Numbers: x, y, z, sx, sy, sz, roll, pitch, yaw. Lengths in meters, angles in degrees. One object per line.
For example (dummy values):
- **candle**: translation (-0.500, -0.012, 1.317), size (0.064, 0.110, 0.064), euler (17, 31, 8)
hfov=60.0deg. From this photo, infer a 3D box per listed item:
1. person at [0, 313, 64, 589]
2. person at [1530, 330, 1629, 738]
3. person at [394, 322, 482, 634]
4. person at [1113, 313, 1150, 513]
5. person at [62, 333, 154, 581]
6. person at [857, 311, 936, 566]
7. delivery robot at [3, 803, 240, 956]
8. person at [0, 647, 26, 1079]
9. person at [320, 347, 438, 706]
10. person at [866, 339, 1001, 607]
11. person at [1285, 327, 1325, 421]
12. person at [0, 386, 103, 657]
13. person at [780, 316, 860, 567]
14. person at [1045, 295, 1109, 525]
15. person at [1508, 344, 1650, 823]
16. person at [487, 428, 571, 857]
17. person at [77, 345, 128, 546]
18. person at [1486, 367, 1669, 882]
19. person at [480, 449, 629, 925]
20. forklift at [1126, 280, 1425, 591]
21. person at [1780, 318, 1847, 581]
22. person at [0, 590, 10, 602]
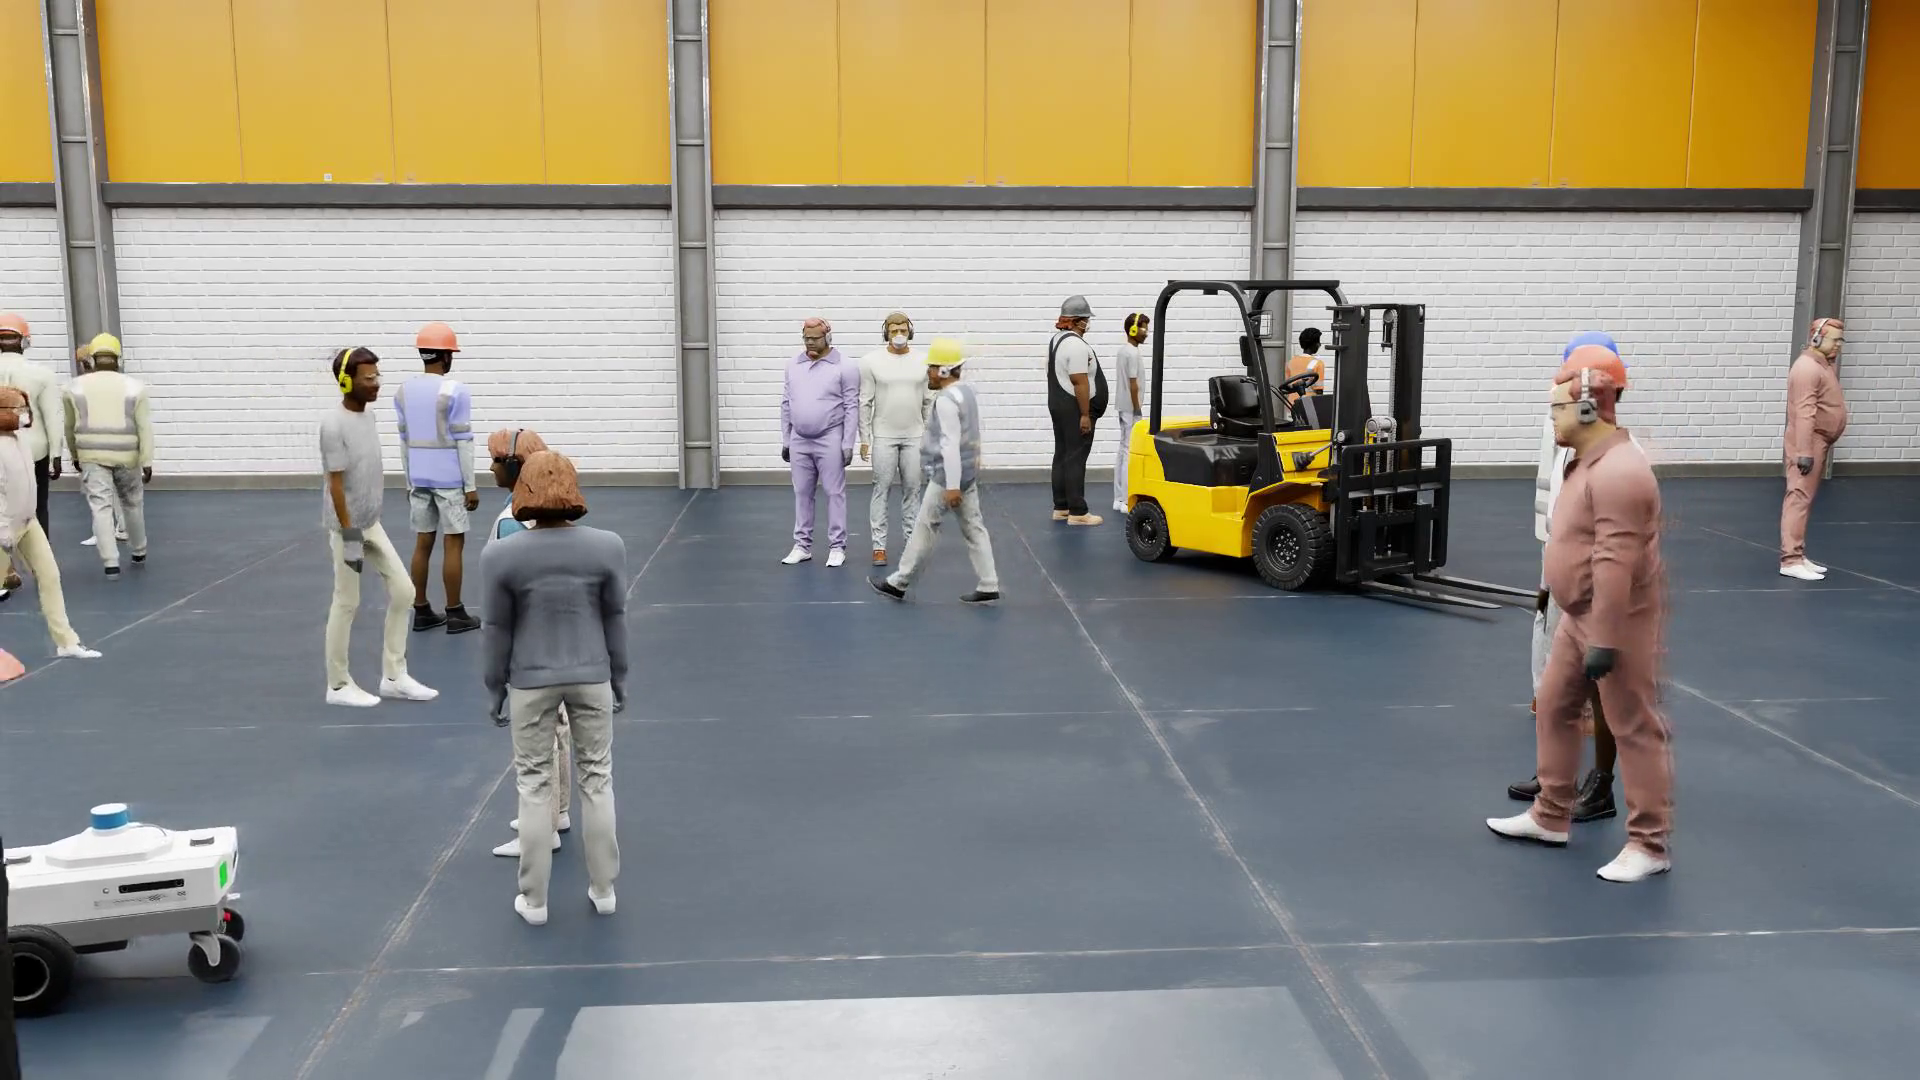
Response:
- **person**: translation (-6.722, -0.635, 11.839), size (0.617, 1.958, 0.893), euler (-3, 10, -20)
- **person**: translation (2.985, -0.035, 8.065), size (0.389, 1.949, 0.604), euler (1, 9, 7)
- **person**: translation (-3.216, -0.380, 10.317), size (0.540, 1.930, 0.386), euler (4, 10, 25)
- **person**: translation (1.611, -1.180, 15.545), size (0.327, 1.858, 0.520), euler (-1, 9, -8)
- **person**: translation (-6.273, -0.628, 12.292), size (0.597, 1.775, 0.917), euler (-4, 10, -24)
- **person**: translation (-0.475, -0.771, 12.720), size (0.636, 1.939, 0.363), euler (-3, 9, -16)
- **delivery robot**: translation (-2.642, 1.069, 5.202), size (0.707, 0.478, 0.477), euler (-3, 10, -20)
- **person**: translation (-1.202, 0.938, 1.934), size (0.895, 1.951, 0.632), euler (1, 9, 6)
- **person**: translation (-2.975, -0.050, 8.457), size (0.696, 1.845, 0.571), euler (1, 9, 8)
- **person**: translation (-0.149, -0.438, 11.084), size (0.933, 1.785, 0.621), euler (3, 9, 16)
- **person**: translation (3.500, -1.302, 16.836), size (0.319, 1.690, 0.531), euler (-5, 10, -29)
- **person**: translation (-5.452, -0.083, 9.493), size (0.850, 1.602, 0.505), euler (0, 9, -1)
- **person**: translation (-1.089, -0.745, 12.670), size (0.640, 1.904, 0.409), euler (3, 10, 21)
- **person**: translation (1.056, -1.163, 14.860), size (0.538, 2.000, 0.683), euler (-3, 10, -18)
- **person**: translation (2.531, 0.176, 6.777), size (0.355, 1.938, 0.544), euler (-2, 9, -13)
- **person**: translation (-1.652, 0.387, 6.383), size (0.306, 1.640, 0.521), euler (0, 9, -1)
- **person**: translation (-7.056, -0.774, 13.662), size (0.308, 1.645, 0.514), euler (2, 9, 14)
- **person**: translation (2.344, 0.307, 6.177), size (0.641, 1.875, 0.646), euler (1, 9, 7)
- **person**: translation (-1.380, 0.503, 5.709), size (0.493, 1.625, 0.280), euler (-3, 10, -18)
- **forklift**: translation (2.301, -0.860, 12.475), size (1.214, 2.155, 2.313), euler (-6, 11, -35)
- **person**: translation (6.265, -0.670, 12.204), size (0.399, 1.902, 0.642), euler (6, 11, 32)
- **person**: translation (-6.804, -0.417, 10.776), size (1.037, 1.846, 0.644), euler (1, 9, 9)
